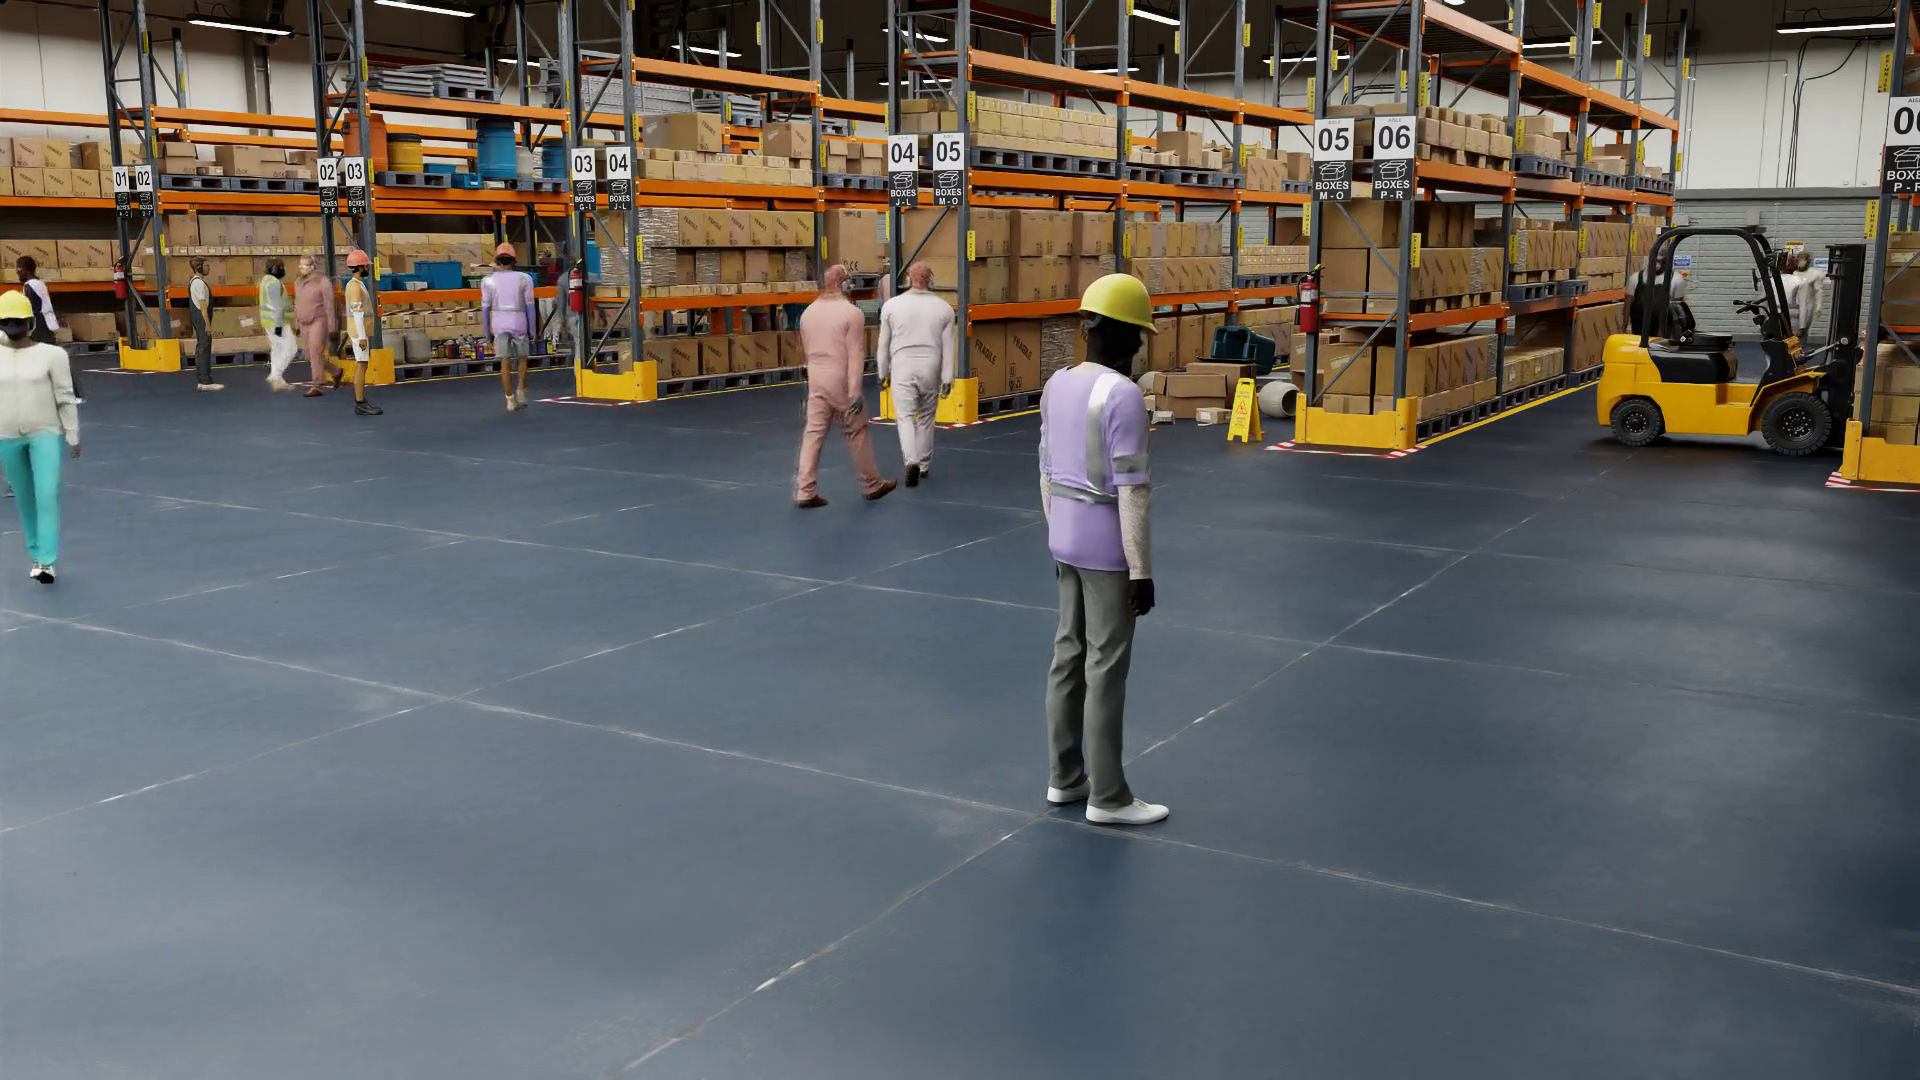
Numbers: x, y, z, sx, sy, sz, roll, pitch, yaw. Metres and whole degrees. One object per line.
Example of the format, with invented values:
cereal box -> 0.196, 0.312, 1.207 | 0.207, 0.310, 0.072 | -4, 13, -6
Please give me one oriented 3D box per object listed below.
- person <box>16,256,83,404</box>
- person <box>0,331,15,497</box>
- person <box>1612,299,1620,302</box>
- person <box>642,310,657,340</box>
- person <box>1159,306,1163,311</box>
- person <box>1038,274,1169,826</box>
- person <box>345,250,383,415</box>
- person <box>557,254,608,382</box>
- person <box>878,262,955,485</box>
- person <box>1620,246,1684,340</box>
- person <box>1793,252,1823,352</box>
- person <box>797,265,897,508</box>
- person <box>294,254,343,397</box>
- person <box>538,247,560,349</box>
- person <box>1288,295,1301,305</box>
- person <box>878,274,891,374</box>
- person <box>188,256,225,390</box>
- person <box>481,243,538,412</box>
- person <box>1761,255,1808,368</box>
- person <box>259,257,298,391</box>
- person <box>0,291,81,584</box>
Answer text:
person -> -11.585, -2.600, 20.813 | 1.023, 1.862, 0.625 | -4, 11, -23
person -> -7.742, -1.243, 13.241 | 0.599, 1.827, 0.403 | -1, 10, -8
person -> 12.209, -4.499, 31.067 | 0.527, 1.971, 0.646 | 5, 11, 27
person -> -4.788, -3.305, 25.375 | 0.339, 1.640, 0.501 | -10, 14, -43
person -> 4.579, -5.901, 39.386 | 0.577, 1.839, 0.569 | -9, 13, -41
person -> 0.502, 0.037, 5.830 | 0.381, 1.917, 0.585 | -5, 11, -27
person -> -7.057, -2.443, 19.651 | 0.347, 1.941, 0.550 | -4, 11, -19
person -> -5.546, -3.261, 24.400 | 0.648, 1.890, 1.014 | 1, 10, 8
person -> -0.364, -1.411, 14.069 | 0.637, 1.878, 0.913 | -2, 10, -9
person -> 8.930, -2.831, 21.548 | 0.693, 2.000, 0.997 | 7, 12, 34
person -> 13.971, -3.834, 27.646 | 0.646, 1.885, 1.037 | 5, 11, 28
person -> -0.923, -1.192, 12.879 | 0.671, 1.849, 0.984 | 8, 13, 37
person -> -8.535, -2.861, 22.136 | 0.652, 1.886, 0.707 | 6, 12, 30
person -> -7.924, -4.638, 31.957 | 0.630, 1.940, 0.372 | 10, 14, 43
person -> 6.974, -4.943, 33.634 | 0.533, 1.947, 0.633 | -10, 14, -44
person -> -0.866, -3.124, 23.760 | 0.624, 1.840, 0.429 | 8, 13, 37
person -> -10.442, -2.988, 22.975 | 0.345, 1.847, 0.506 | -7, 12, -35
person -> -5.444, -2.570, 20.132 | 0.647, 2.017, 0.793 | -2, 10, -12
person -> 11.205, -2.924, 22.544 | 0.759, 1.864, 0.610 | -10, 14, -44
person -> -9.313, -2.936, 22.723 | 0.446, 1.828, 0.658 | -6, 12, -31
person -> -5.539, -0.589, 9.824 | 0.549, 1.728, 0.830 | -3, 11, -15
